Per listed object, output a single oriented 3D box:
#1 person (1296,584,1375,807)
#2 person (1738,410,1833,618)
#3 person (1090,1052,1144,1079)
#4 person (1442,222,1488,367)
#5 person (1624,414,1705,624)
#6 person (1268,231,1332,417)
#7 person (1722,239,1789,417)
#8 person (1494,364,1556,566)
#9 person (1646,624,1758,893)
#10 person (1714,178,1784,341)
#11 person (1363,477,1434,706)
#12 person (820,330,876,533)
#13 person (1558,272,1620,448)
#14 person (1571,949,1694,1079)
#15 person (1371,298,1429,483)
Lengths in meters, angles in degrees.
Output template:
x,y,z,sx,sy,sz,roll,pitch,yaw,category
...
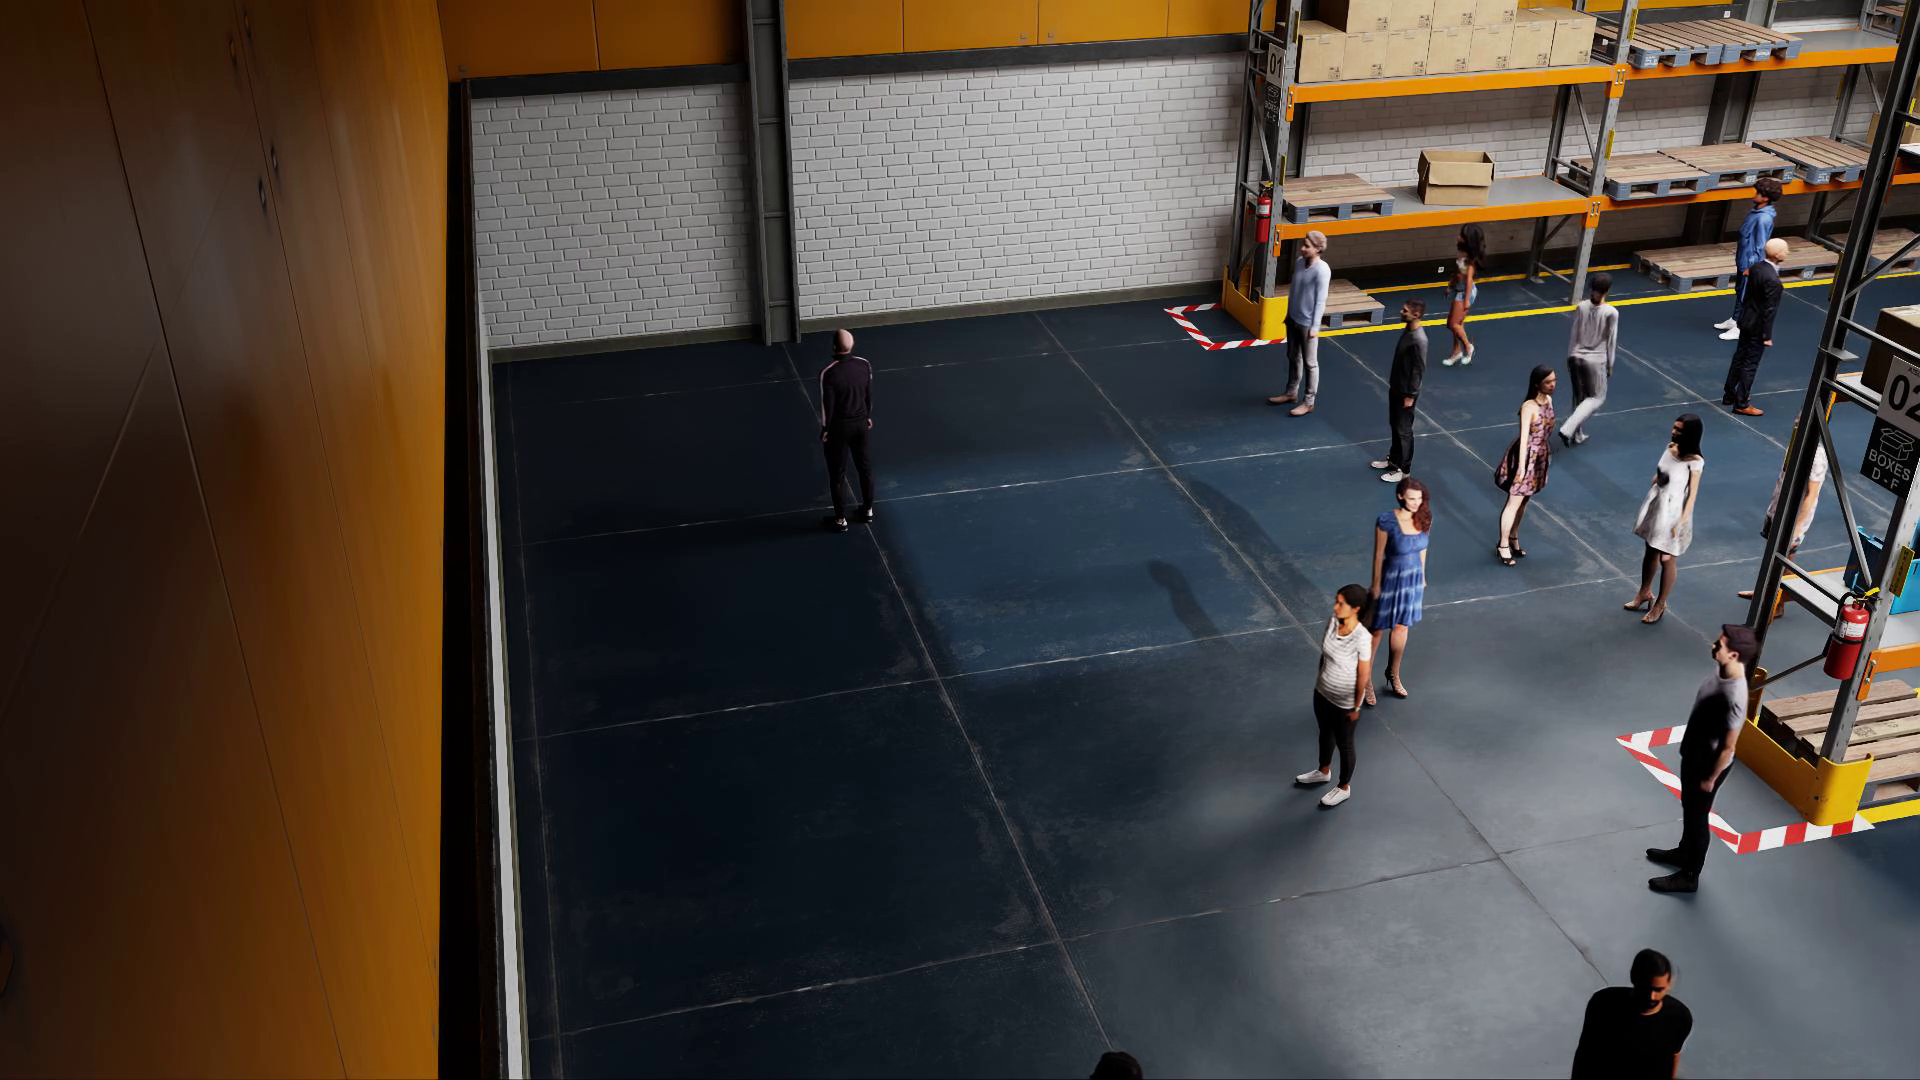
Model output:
x,y,z,sx,sy,sz,roll,pitch,yaw,category
2.526,1.009,11.045,0.573,1.646,0.605,-13,31,-22,person
6.599,-0.248,13.171,0.713,1.816,0.741,4,29,8,person
0.662,2.936,7.378,0.650,1.774,0.662,5,29,8,person
5.418,-2.591,17.675,0.680,1.616,0.644,0,29,1,person
5.563,-0.178,13.087,0.609,1.774,0.631,-7,29,-13,person
3.458,-2.192,16.654,0.642,1.894,0.694,-13,31,-22,person
7.987,-2.156,16.687,0.673,1.800,0.739,0,29,0,person
4.753,-0.635,13.925,0.855,1.774,0.774,25,37,38,person
4.592,1.341,10.211,0.744,1.863,0.751,9,30,15,person
8.780,-3.128,18.457,0.749,1.811,0.760,6,29,12,person
3.167,0.365,12.058,0.553,1.806,0.759,-12,31,-21,person
-0.975,-0.960,14.454,0.647,1.837,0.803,-19,34,-31,person
5.957,-1.669,15.834,0.960,1.760,0.811,-22,36,-35,person
3.142,2.647,7.926,0.647,1.758,0.775,4,29,8,person
4.104,-1.396,15.334,0.587,1.760,0.658,-2,29,-3,person
